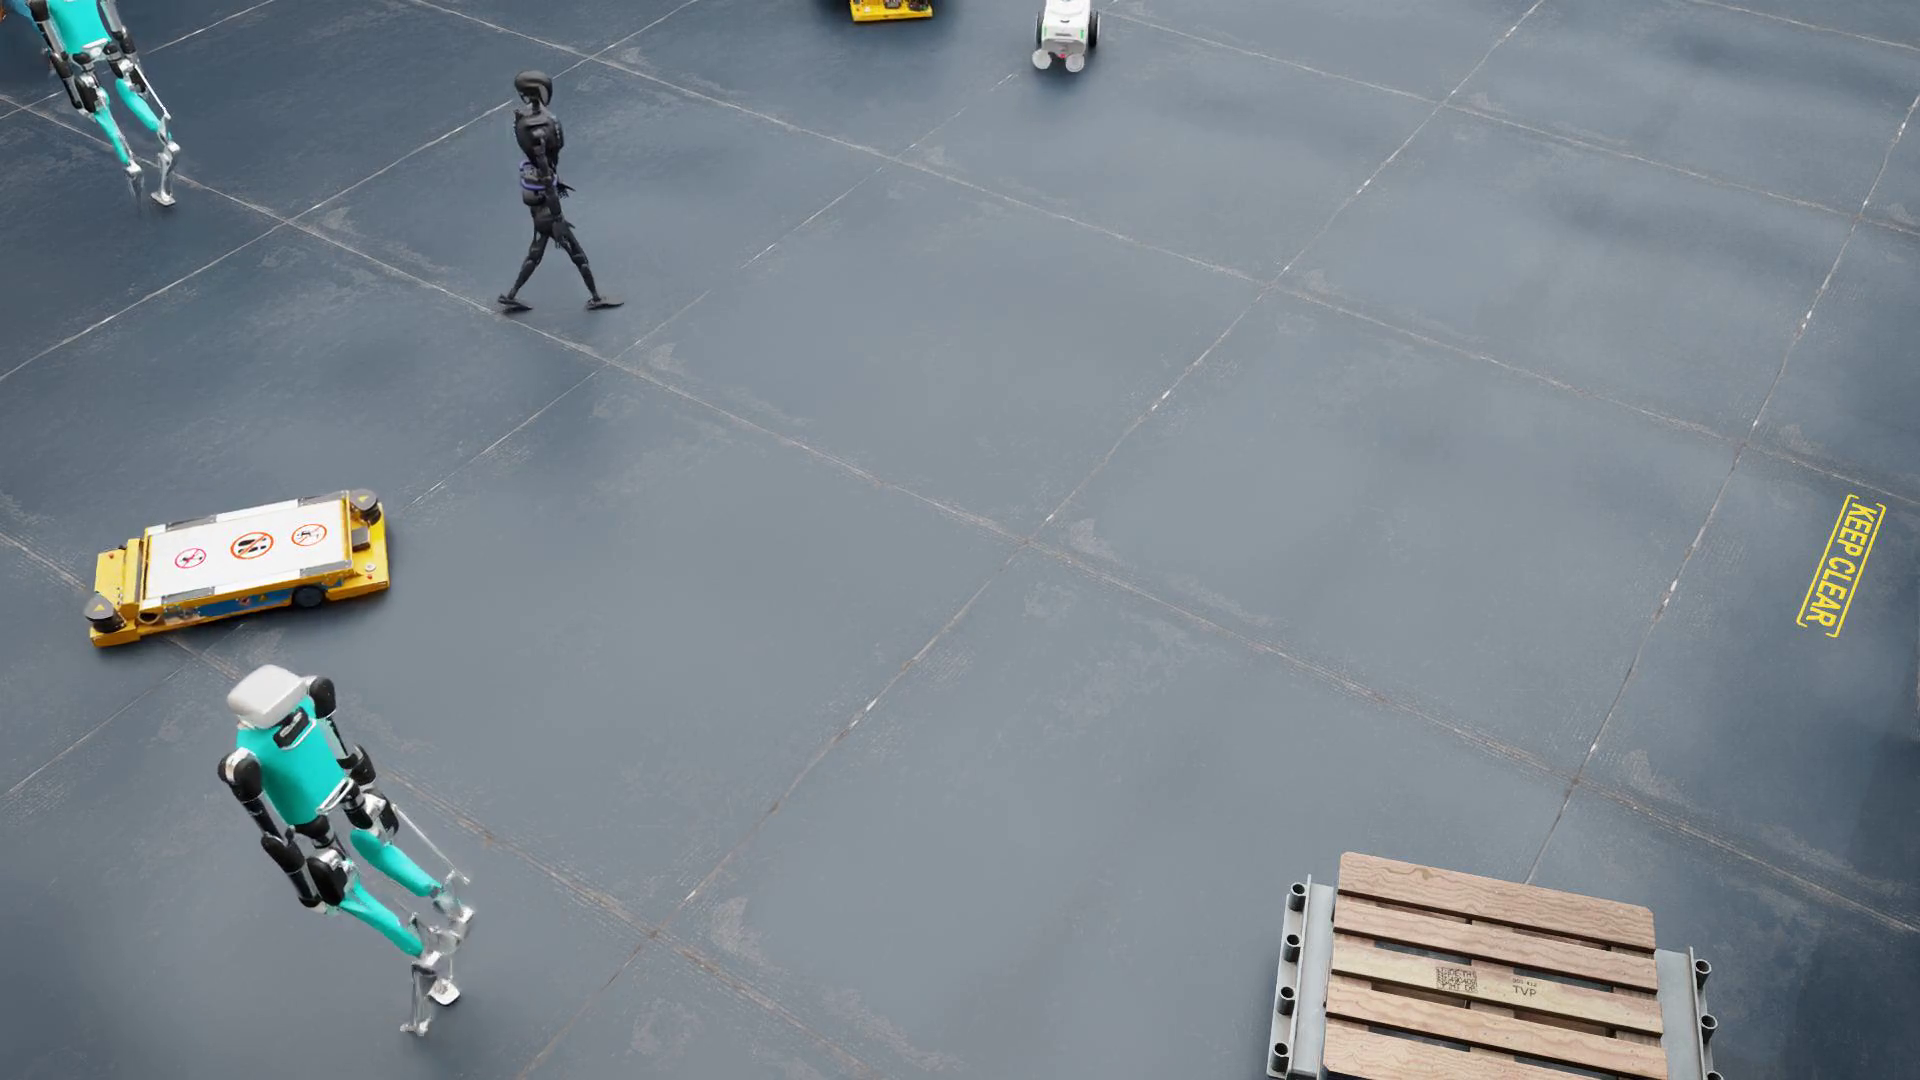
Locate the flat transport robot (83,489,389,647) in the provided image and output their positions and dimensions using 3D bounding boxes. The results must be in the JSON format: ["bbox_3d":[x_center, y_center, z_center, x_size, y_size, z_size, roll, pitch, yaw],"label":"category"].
[{"bbox_3d":[-3.732,0.132,8.632,1.431,0.231,0.659,-12,43,-13],"label":"flat transport robot"}]

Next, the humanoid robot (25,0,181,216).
[{"bbox_3d":[-5.501,-2.882,10.938,0.742,1.831,0.539,31,50,30],"label":"humanoid robot"}]

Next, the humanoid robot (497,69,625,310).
[{"bbox_3d":[-2.545,-2.087,10.106,0.786,1.638,0.585,-10,43,-11],"label":"humanoid robot"}]

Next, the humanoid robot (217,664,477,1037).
[{"bbox_3d":[-2.195,1.231,6.321,0.790,1.793,0.536,14,44,15],"label":"humanoid robot"}]

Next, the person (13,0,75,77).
[{"bbox_3d":[-7.111,-4.477,12.629,0.410,1.830,0.689,-9,43,-10],"label":"person"}]

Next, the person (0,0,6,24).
[{"bbox_3d":[-8.019,-5.089,13.278,0.507,1.861,0.594,-1,42,-1],"label":"person"}]

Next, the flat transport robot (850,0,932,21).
[{"bbox_3d":[-0.653,-4.806,14.157,0.659,0.231,1.431,-6,42,-6],"label":"flat transport robot"}]

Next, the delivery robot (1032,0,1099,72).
[{"bbox_3d":[0.832,-4.066,13.129,0.516,0.614,0.785,4,42,5],"label":"delivery robot"}]
